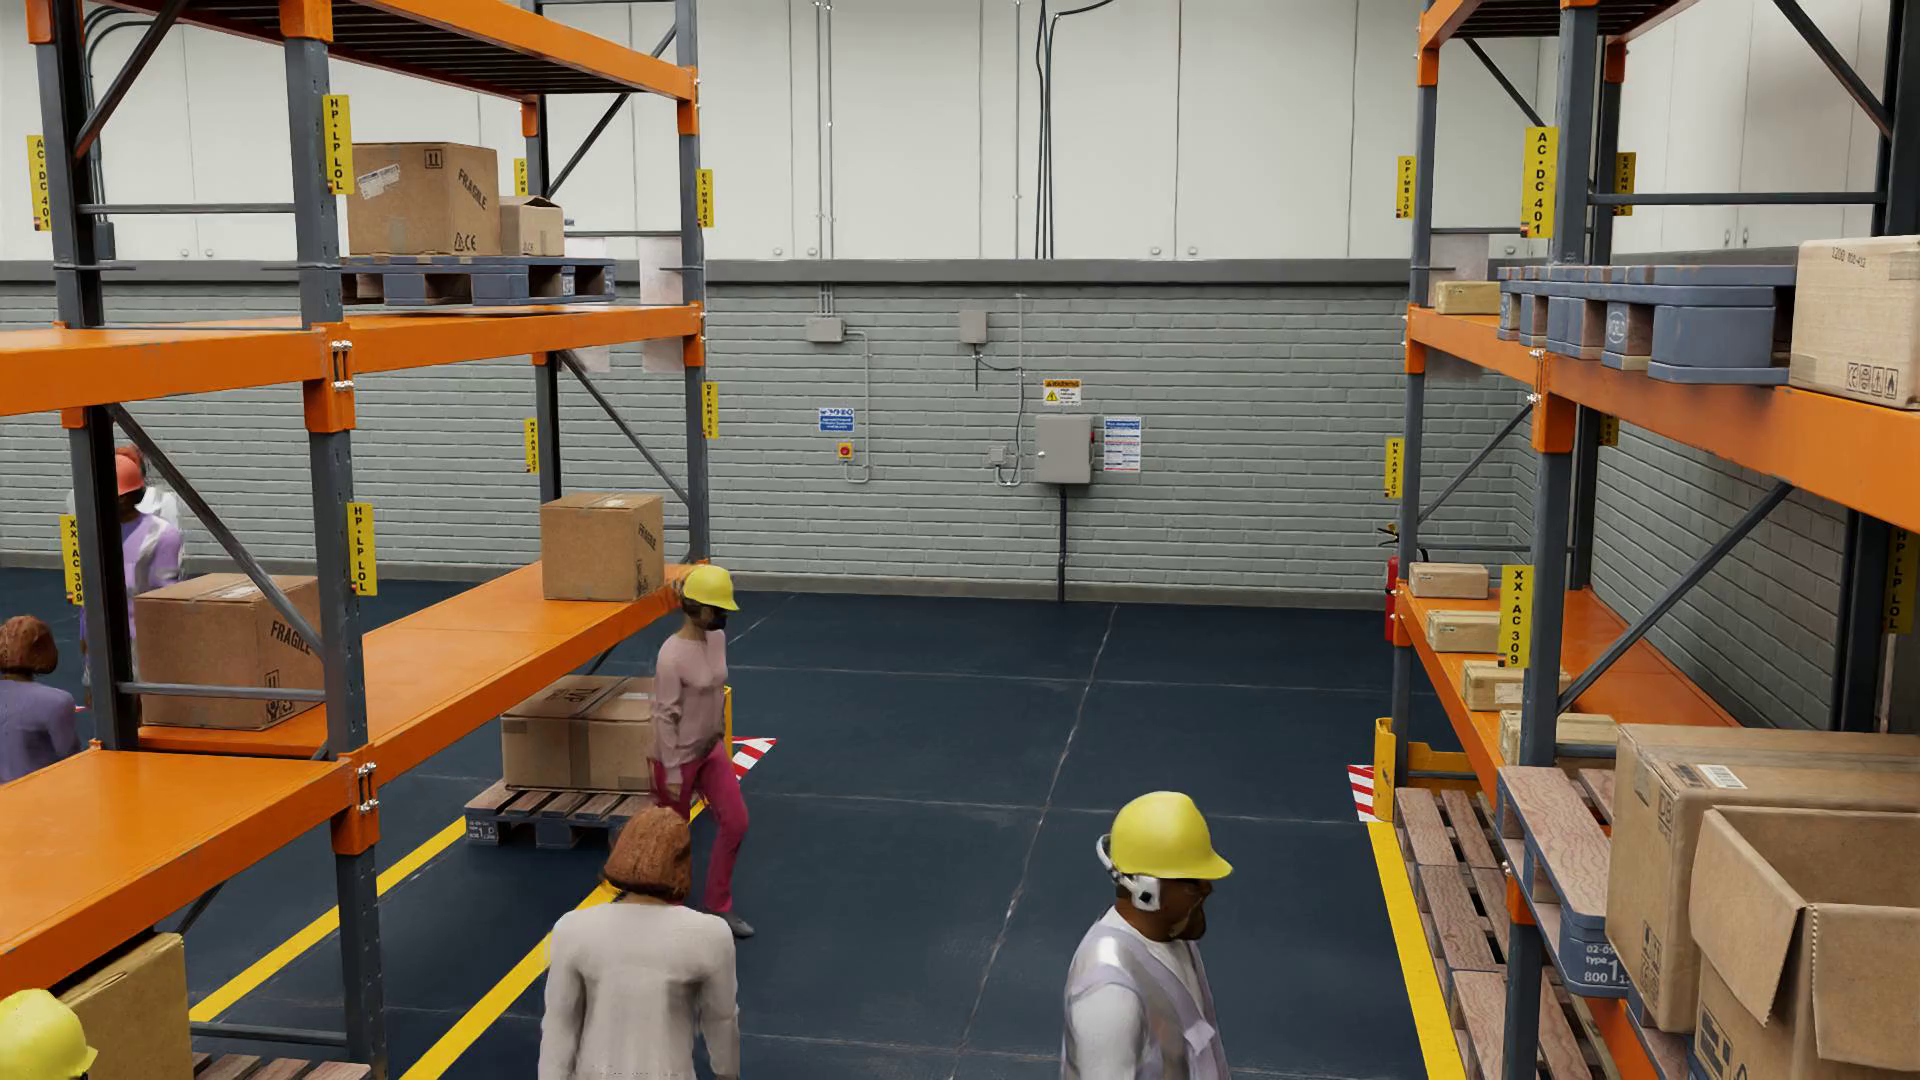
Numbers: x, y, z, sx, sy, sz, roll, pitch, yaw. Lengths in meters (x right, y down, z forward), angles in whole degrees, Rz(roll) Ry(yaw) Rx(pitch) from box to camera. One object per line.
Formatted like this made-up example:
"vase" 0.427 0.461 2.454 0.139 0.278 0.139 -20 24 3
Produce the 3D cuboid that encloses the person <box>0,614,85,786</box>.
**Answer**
"person" -3.852 1.107 6.937 0.532 1.618 0.353 2 9 14

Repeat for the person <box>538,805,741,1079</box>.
"person" -0.860 1.521 4.541 0.511 1.564 0.863 0 9 0

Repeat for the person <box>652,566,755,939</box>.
"person" -1.150 0.969 7.422 0.588 1.727 0.565 4 10 24

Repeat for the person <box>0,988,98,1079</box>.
"person" -1.723 1.696 3.006 0.522 1.738 0.813 1 9 8

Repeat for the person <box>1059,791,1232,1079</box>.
"person" 0.448 1.486 3.981 0.403 1.830 0.593 3 10 20

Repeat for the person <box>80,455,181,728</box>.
"person" -4.704 0.516 9.396 0.654 2.013 0.516 1 9 6

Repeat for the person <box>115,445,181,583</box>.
"person" -5.543 0.308 11.138 0.603 1.859 0.782 0 9 0
